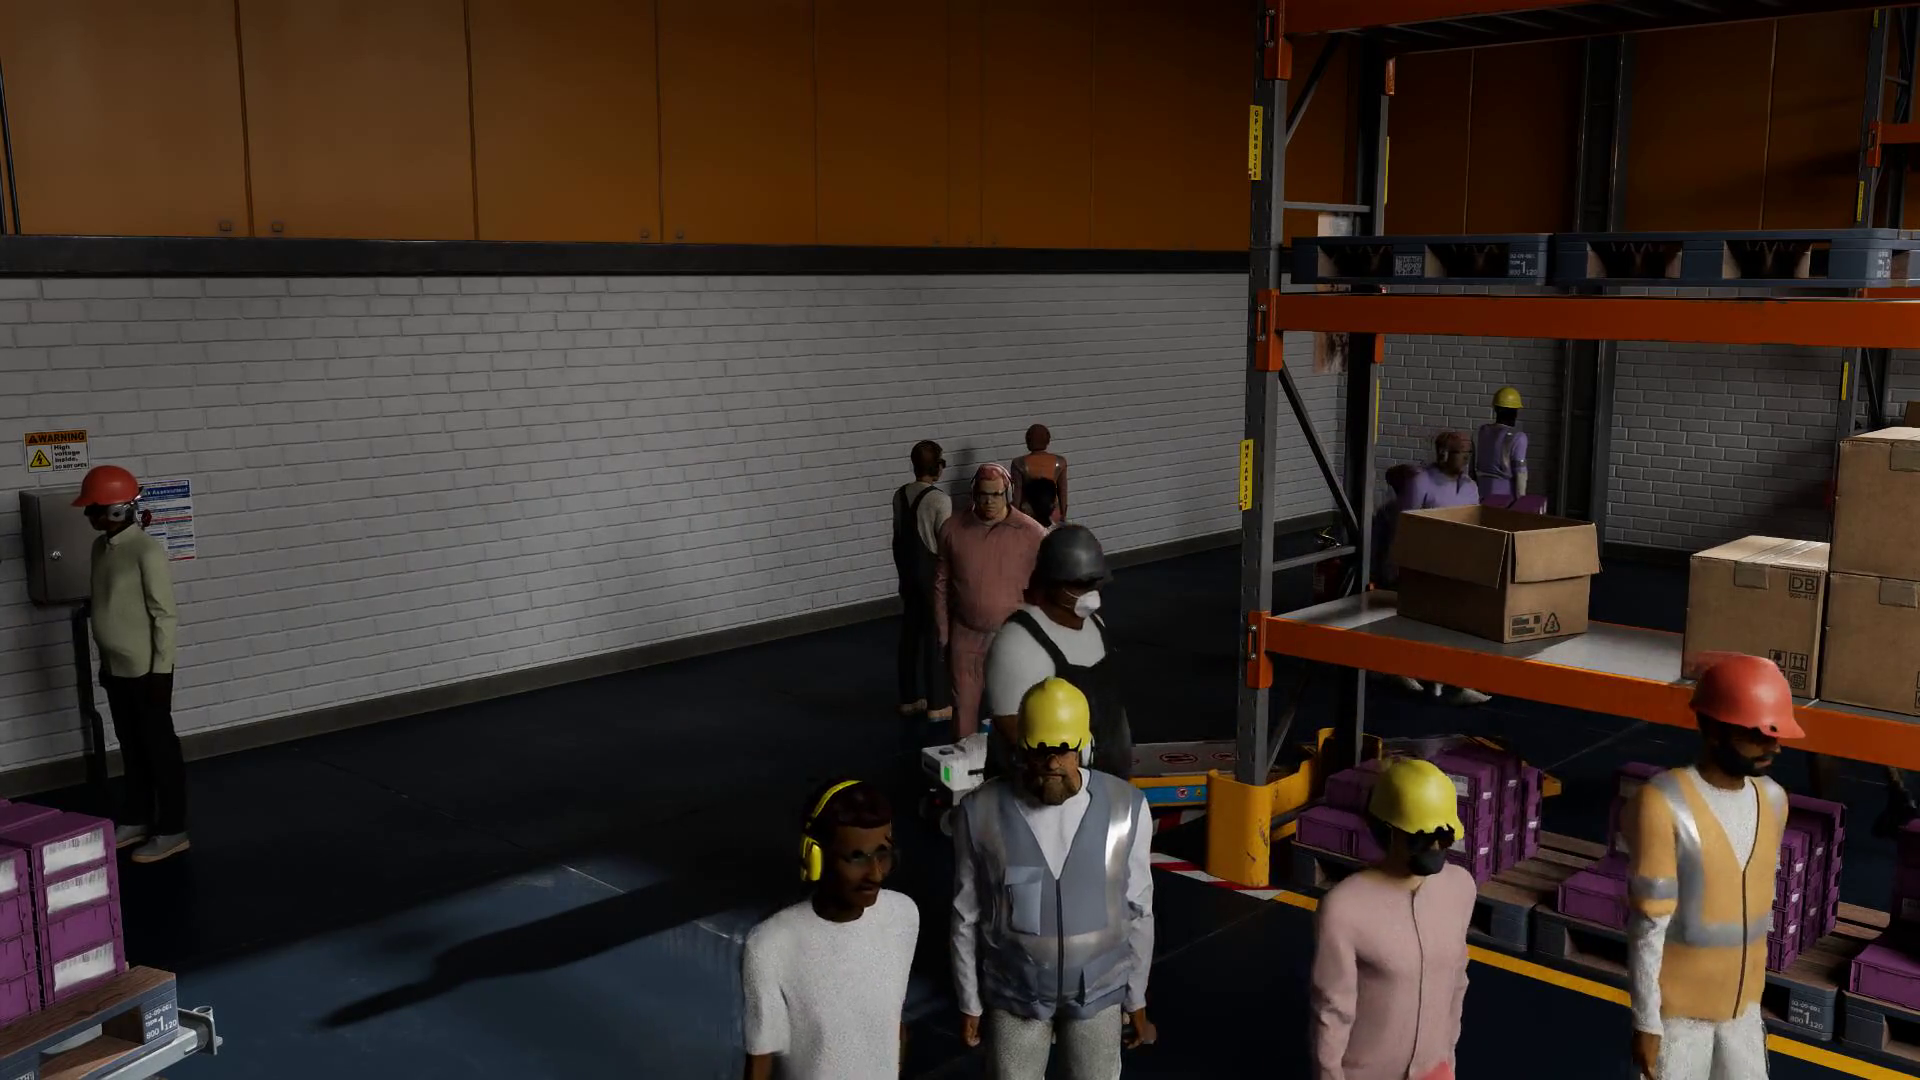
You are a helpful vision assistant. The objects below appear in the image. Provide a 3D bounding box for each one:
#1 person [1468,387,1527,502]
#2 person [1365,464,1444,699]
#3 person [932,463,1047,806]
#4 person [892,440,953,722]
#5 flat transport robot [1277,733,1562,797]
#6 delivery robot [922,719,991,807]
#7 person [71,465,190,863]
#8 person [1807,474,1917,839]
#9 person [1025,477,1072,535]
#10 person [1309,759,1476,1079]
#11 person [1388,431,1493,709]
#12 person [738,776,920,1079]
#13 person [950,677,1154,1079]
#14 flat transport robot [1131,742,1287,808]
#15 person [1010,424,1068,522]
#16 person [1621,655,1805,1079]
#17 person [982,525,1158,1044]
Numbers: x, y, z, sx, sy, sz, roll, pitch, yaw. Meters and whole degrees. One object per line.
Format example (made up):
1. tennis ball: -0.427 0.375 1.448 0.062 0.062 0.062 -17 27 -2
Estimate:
1. person: 4.703 -0.368 14.516 0.388 1.926 0.590 -6 11 -31
2. person: 3.119 0.270 11.630 0.535 1.590 0.728 -1 9 -4
3. person: 0.161 0.523 9.133 0.640 1.905 0.410 1 9 7
4. person: -0.215 0.267 10.875 0.514 1.844 0.338 8 13 42
5. flat transport robot: 2.571 1.295 9.384 1.431 0.197 0.652 -2 9 -11
6. delivery robot: 0.162 1.196 8.838 0.707 0.478 0.477 -4 10 -25
7. person: -4.140 0.612 8.309 0.612 1.991 0.392 7 11 35
8. person: 4.622 0.618 8.533 0.578 1.908 0.691 -2 9 -12
9. person: 0.498 0.398 10.645 0.535 1.659 0.848 -3 10 -16
10. person: 1.131 1.398 4.336 0.550 1.714 0.930 -4 10 -22
11. person: 3.290 0.185 11.331 0.669 1.862 0.981 -6 11 -34
12. person: -0.328 1.421 3.897 0.541 1.824 0.991 -6 11 -34
13. person: 0.263 1.276 4.776 0.585 1.824 0.405 0 9 -1
14. flat transport robot: 1.140 1.314 9.268 1.431 0.197 0.652 -1 9 -8
15. person: 0.671 -0.168 14.182 0.515 1.636 0.314 -2 10 -13
16. person: 2.032 1.237 4.697 0.559 1.922 0.657 -3 10 -20
17. person: 0.436 0.931 6.207 0.745 2.000 0.693 9 13 44
